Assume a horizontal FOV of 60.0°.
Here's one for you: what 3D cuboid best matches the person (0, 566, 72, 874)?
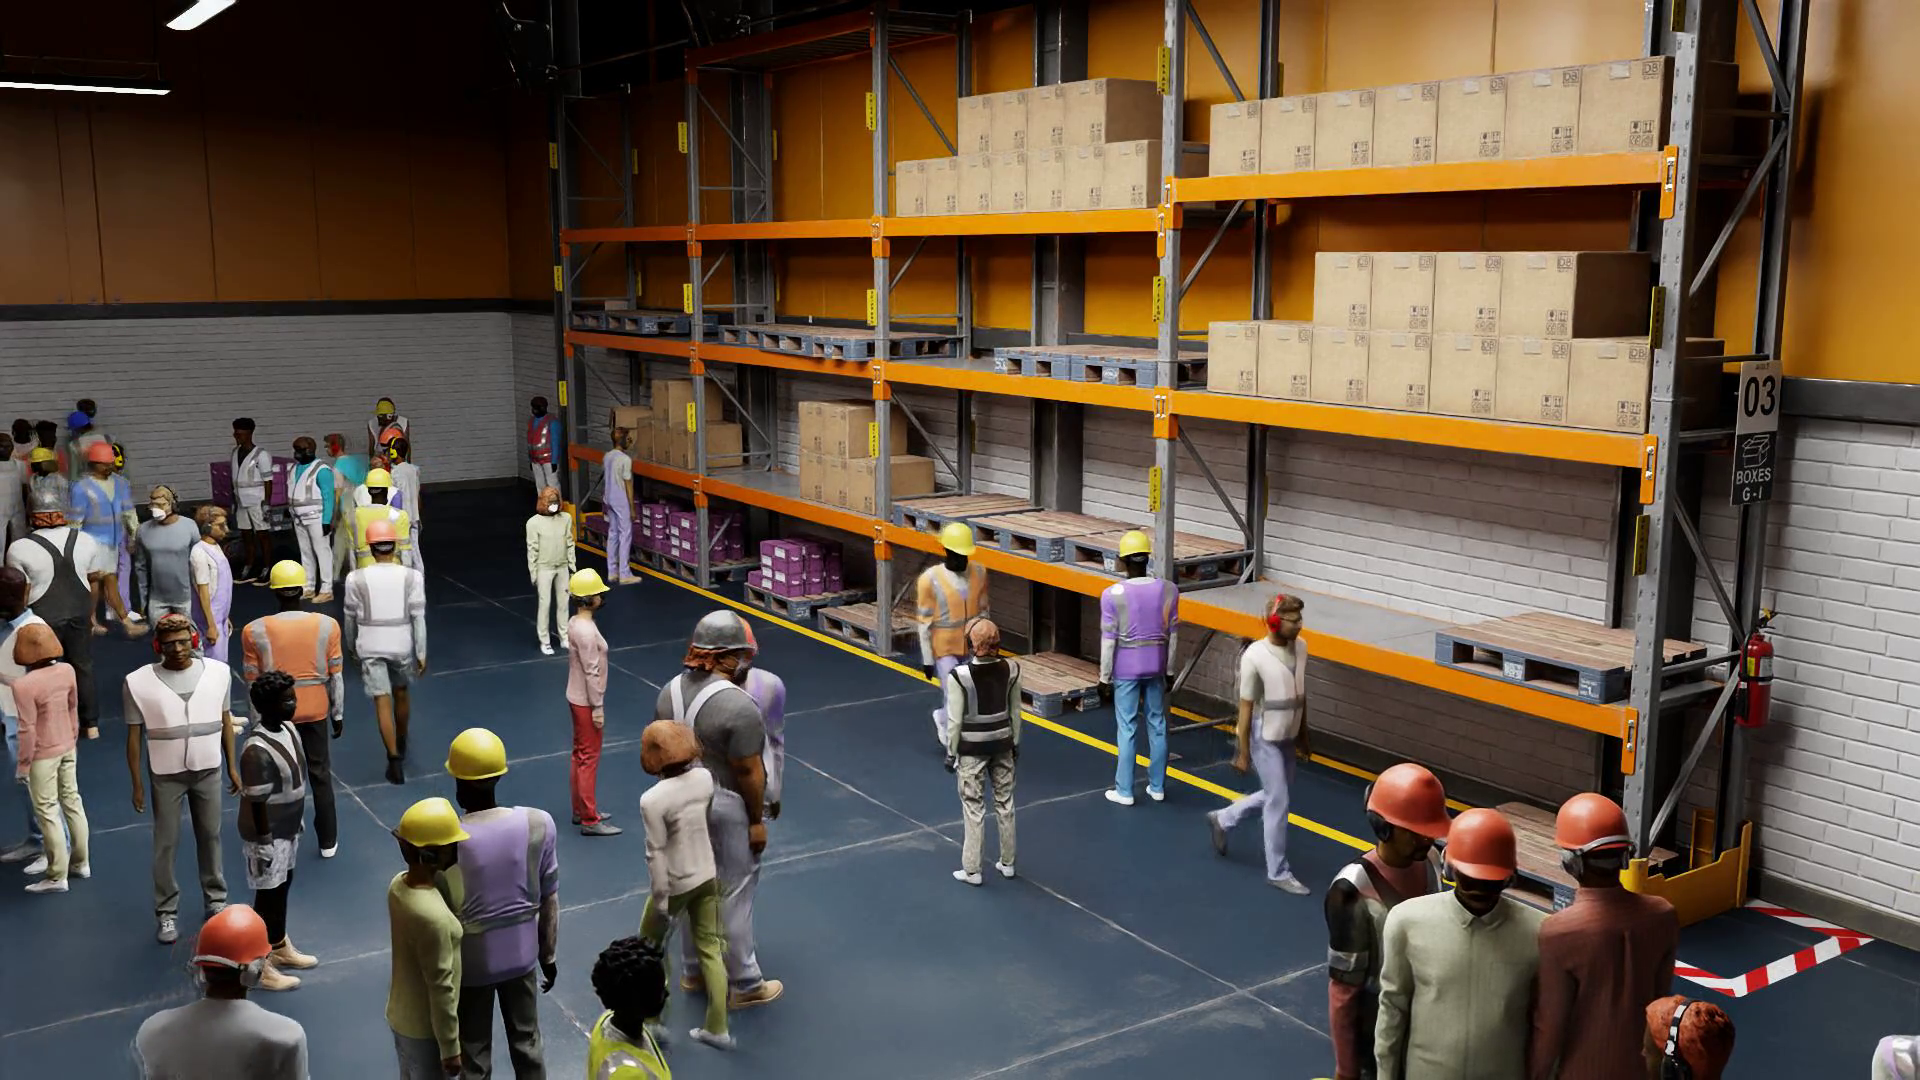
[{"bbox_3d":[-5.773,1.099,10.326,0.597,1.916,0.371,8,12,39],"label":"person"}]

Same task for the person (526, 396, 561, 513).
[{"bbox_3d":[-5.943,-1.137,23.724,0.618,1.836,0.432,7,12,35],"label":"person"}]

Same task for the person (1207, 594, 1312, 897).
[{"bbox_3d":[1.832,1.194,10.064,0.723,1.821,0.568,9,13,41],"label":"person"}]

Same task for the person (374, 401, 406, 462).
[{"bbox_3d":[-7.892,-1.021,23.049,0.403,1.824,0.593,-7,12,-36],"label":"person"}]

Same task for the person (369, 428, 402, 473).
[{"bbox_3d":[-6.228,-0.263,18.299,0.544,1.929,0.388,8,12,38],"label":"person"}]

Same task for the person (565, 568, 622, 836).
[{"bbox_3d":[-2.438,1.063,10.976,0.303,1.772,0.530,-4,10,-22],"label":"person"}]

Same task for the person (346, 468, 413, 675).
[{"bbox_3d":[-5.191,0.314,14.948,0.583,1.918,0.400,1,10,4],"label":"person"}]

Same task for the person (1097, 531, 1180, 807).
[{"bbox_3d":[1.225,0.894,11.532,0.584,1.918,0.383,-3,10,-18],"label":"person"}]

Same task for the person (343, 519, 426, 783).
[{"bbox_3d":[-4.256,0.780,12.287,0.545,1.879,0.970,-5,11,-28],"label":"person"}]

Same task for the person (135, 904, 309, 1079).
[{"bbox_3d":[-2.361,2.029,5.449,0.581,1.717,0.752,0,10,-1],"label":"person"}]

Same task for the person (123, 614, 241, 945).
[{"bbox_3d":[-4.346,1.307,9.315,0.570,1.843,0.372,-8,13,-39],"label":"person"}]

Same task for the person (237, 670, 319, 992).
[{"bbox_3d":[-3.567,1.500,8.649,0.325,1.687,0.531,-1,10,-5],"label":"person"}]

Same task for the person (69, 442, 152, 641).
[{"bbox_3d":[-8.465,0.009,16.535,1.048,1.984,0.613,3,10,19],"label":"person"}]

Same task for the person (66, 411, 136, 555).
[{"bbox_3d":[-10.820,-0.684,20.898,0.415,1.882,0.712,9,13,43],"label":"person"}]

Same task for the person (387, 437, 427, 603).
[{"bbox_3d":[-6.048,-0.192,18.082,0.328,1.862,0.510,4,11,24],"label":"person"}]

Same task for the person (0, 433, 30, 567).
[{"bbox_3d":[-10.723,-0.290,18.727,0.346,1.838,0.504,7,12,35],"label":"person"}]

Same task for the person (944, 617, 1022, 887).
[{"bbox_3d":[0.145,1.280,10.083,0.521,1.639,0.311,-5,11,-28],"label":"person"}]

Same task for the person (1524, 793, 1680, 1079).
[{"bbox_3d":[2.163,1.846,5.743,0.610,1.985,0.392,-4,10,-22],"label":"person"}]

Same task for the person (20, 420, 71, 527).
[{"bbox_3d":[-10.636,-0.445,19.368,0.894,1.937,0.603,5,11,29],"label":"person"}]

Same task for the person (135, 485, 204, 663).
[{"bbox_3d":[-6.504,0.499,13.784,0.632,1.938,0.359,1,10,5],"label":"person"}]

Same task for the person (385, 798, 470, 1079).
[{"bbox_3d":[-2.025,1.847,6.403,0.340,1.760,0.525,-6,11,-32],"label":"person"}]

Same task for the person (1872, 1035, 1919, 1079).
[{"bbox_3d":[3.118,2.104,5.246,0.523,1.639,0.309,4,10,20],"label":"person"}]

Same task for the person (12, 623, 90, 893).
[{"bbox_3d":[-5.476,1.298,9.987,0.274,1.633,0.508,1,10,7],"label":"person"}]

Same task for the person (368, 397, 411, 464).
[{"bbox_3d":[-8.064,-1.109,23.555,0.568,1.831,0.412,-2,10,-13],"label":"person"}]

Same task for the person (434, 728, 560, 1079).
[{"bbox_3d":[-1.912,1.702,6.752,0.590,1.930,0.359,-7,12,-35],"label":"person"}]

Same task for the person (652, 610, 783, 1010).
[{"bbox_3d":[-1.202,1.349,8.502,0.675,2.000,0.537,8,13,40],"label":"person"}]

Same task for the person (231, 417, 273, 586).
[{"bbox_3d":[-8.216,-0.450,19.275,0.603,1.966,0.372,5,11,27],"label":"person"}]

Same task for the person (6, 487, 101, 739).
[{"bbox_3d":[-7.077,0.591,12.949,0.538,2.000,0.686,6,11,32],"label":"person"}]

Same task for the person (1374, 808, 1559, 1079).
[{"bbox_3d":[1.724,1.860,5.668,0.616,1.986,0.407,2,10,12],"label":"person"}]

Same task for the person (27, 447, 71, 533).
[{"bbox_3d":[-10.014,-0.163,18.288,0.487,1.735,0.336,2,10,11],"label":"person"}]

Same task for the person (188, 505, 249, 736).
[{"bbox_3d":[-5.924,0.638,13.248,0.345,1.846,0.508,-2,10,-13],"label":"person"}]

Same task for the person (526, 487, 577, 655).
[{"bbox_3d":[-3.907,0.290,15.945,0.296,1.623,0.504,9,13,44],"label":"person"}]

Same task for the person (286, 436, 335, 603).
[{"bbox_3d":[-7.155,-0.224,18.318,0.624,1.845,0.430,6,11,32],"label":"person"}]

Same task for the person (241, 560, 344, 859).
[{"bbox_3d":[-4.180,1.078,10.468,0.581,1.919,0.397,-6,11,-30],"label":"person"}]

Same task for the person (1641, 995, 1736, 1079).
[{"bbox_3d":[1.927,2.121,4.450,0.575,1.880,0.359,-6,11,-31],"label":"person"}]

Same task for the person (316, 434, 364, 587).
[{"bbox_3d":[-7.065,-0.322,19.017,0.918,1.791,0.566,-1,10,-6],"label":"person"}]

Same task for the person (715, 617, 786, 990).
[{"bbox_3d":[-1.204,1.339,8.752,0.622,1.965,0.897,-6,11,-31],"label":"person"}]

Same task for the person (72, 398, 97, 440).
[{"bbox_3d":[-12.213,-1.066,23.268,0.355,1.844,0.544,-4,11,-24],"label":"person"}]

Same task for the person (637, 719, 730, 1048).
[{"bbox_3d":[-1.399,1.649,8.028,0.694,1.606,0.507,7,12,35],"label":"person"}]

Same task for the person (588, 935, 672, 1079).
[{"bbox_3d":[-1.038,2.069,5.282,0.317,1.695,0.540,-3,10,-17],"label":"person"}]

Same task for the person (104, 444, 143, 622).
[{"bbox_3d":[-8.802,-0.072,17.375,0.512,1.863,0.326,6,11,30],"label":"person"}]

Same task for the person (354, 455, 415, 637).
[{"bbox_3d":[-5.756,0.078,16.526,0.564,1.846,0.393,4,10,22],"label":"person"}]

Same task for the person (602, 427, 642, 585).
[{"bbox_3d":[-3.959,-0.399,19.359,0.516,1.838,0.339,9,13,44],"label":"person"}]

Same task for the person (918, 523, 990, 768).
[{"bbox_3d":[-0.067,0.781,12.265,0.640,1.891,0.665,-7,12,-34],"label":"person"}]

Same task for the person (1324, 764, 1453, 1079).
[{"bbox_3d":[1.571,1.780,6.024,0.611,2.029,0.409,-9,13,-42],"label":"person"}]
